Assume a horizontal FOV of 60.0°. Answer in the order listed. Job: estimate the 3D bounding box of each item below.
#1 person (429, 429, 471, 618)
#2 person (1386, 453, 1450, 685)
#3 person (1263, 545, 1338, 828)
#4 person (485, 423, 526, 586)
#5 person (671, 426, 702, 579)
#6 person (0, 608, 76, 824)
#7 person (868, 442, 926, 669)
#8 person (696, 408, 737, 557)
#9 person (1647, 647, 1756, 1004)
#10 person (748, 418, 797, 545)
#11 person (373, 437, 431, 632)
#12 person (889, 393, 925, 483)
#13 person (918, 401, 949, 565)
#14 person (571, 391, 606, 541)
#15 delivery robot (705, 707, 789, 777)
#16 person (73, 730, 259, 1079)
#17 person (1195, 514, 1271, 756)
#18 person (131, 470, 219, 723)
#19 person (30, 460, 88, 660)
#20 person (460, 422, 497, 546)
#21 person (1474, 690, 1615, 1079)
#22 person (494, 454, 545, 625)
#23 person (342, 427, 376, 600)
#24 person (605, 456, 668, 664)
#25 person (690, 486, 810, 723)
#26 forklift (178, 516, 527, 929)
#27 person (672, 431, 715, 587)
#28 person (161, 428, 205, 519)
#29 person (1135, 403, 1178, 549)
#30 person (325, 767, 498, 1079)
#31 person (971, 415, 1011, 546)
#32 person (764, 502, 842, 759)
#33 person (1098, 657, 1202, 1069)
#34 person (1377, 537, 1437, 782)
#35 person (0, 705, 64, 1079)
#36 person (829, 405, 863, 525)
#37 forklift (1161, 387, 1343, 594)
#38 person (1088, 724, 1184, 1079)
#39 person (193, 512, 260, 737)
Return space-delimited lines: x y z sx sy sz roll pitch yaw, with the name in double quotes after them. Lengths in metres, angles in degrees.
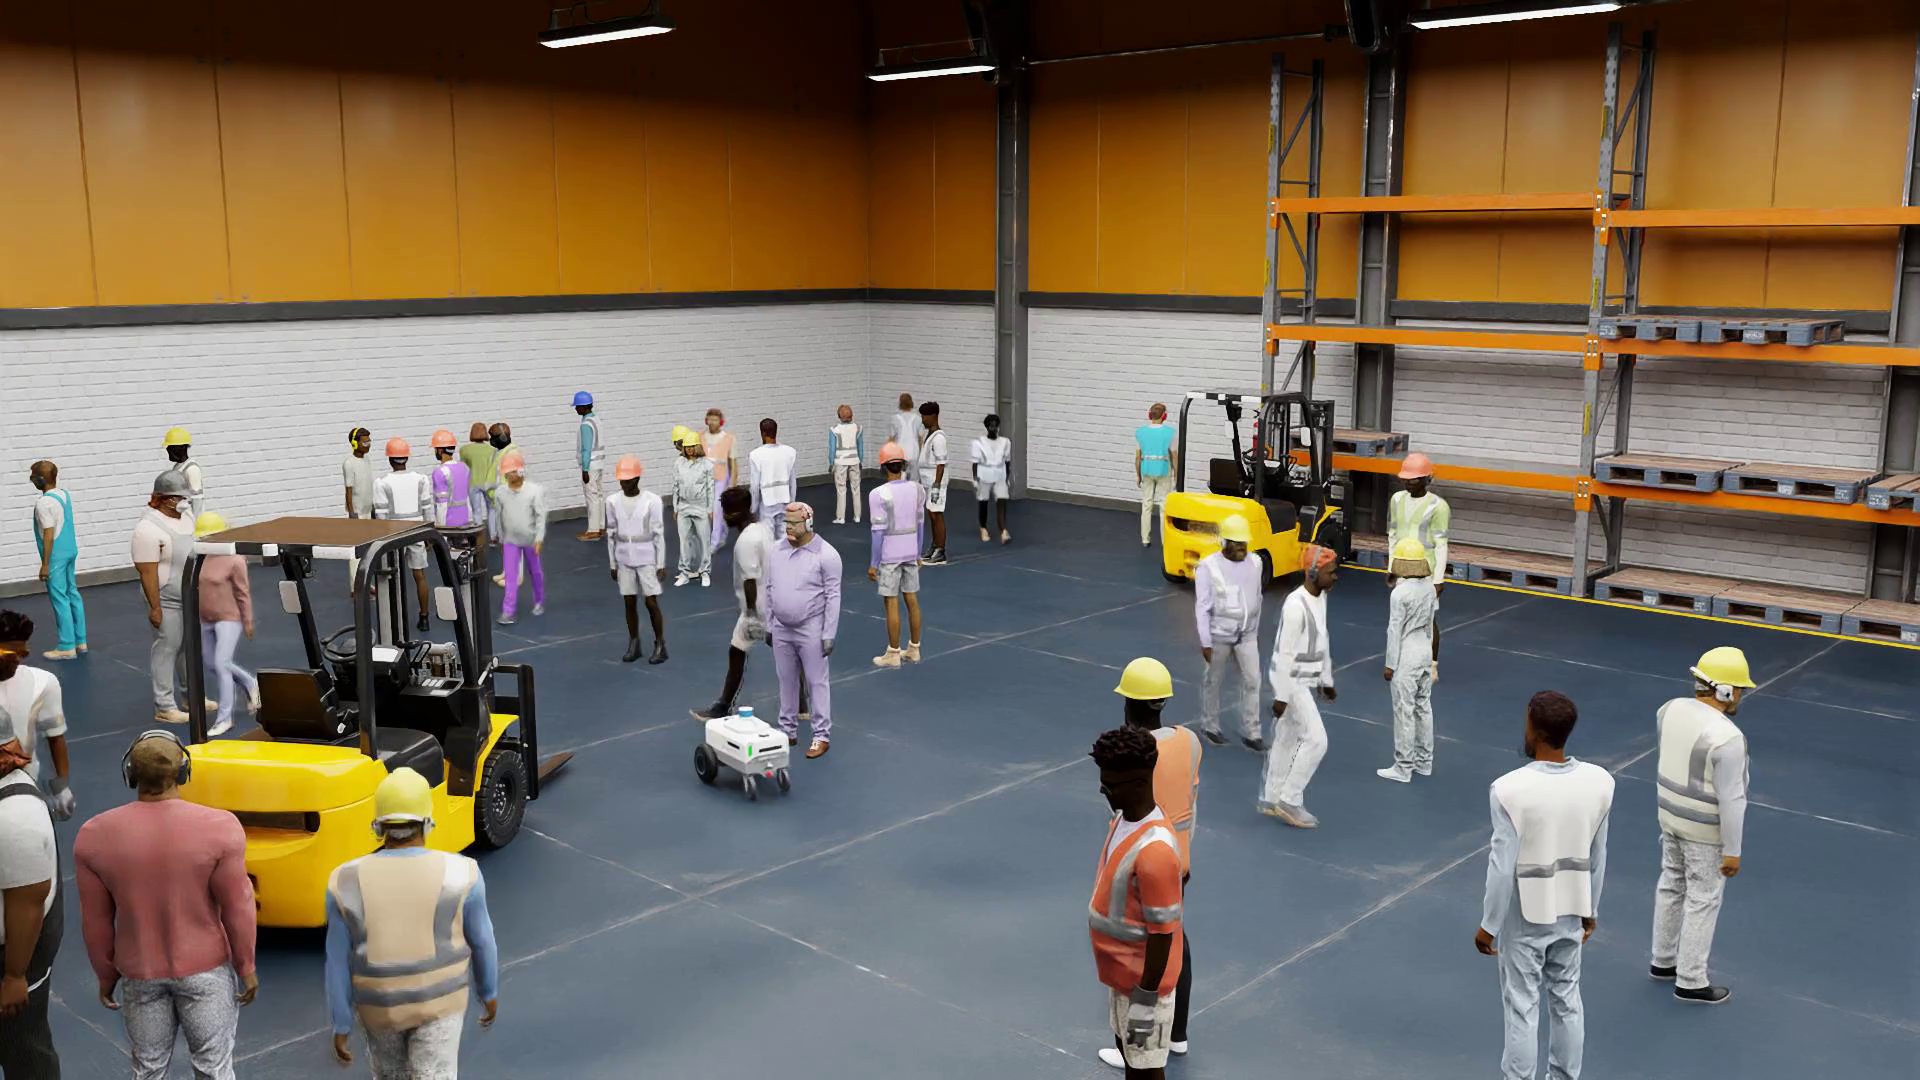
-5.208 -0.161 16.955 0.375 1.935 0.551 3 10 16 "person"
3.928 0.254 14.364 0.452 2.030 0.621 -6 11 -30 "person"
2.239 0.951 10.859 0.562 1.858 0.585 4 11 22 "person"
-5.097 -0.406 18.669 0.429 1.832 0.631 -6 12 -32 "person"
-3.125 -0.428 18.990 0.337 1.759 0.525 2 10 9 "person"
-5.045 1.292 8.766 0.629 1.901 0.819 -10 14 -43 "person"
-0.588 0.141 14.949 0.608 2.040 0.394 -9 13 -41 "person"
-3.022 -0.749 20.654 0.566 1.817 0.881 3 10 18 "person"
3.704 1.417 8.312 0.403 1.818 0.606 -2 10 -10 "person"
-2.057 -0.384 18.292 0.589 1.914 0.392 -8 13 -38 "person"
-5.441 -0.040 16.257 0.545 1.942 0.351 -7 12 -36 "person"
-0.719 -1.116 22.809 0.524 1.799 0.929 0 10 1 "person"
-0.320 -0.682 19.860 0.368 1.959 0.602 -2 10 -11 "person"
-4.789 -0.958 21.494 0.418 1.939 0.606 0 10 1 "person"
-1.492 1.412 11.642 0.477 0.478 0.707 -7 11 -34 "delivery robot"
-3.061 1.675 6.497 0.634 1.940 0.367 -2 10 -9 "person"
2.052 0.712 12.354 0.621 1.802 0.771 -4 11 -22 "person"
-6.233 0.431 13.290 0.538 2.000 0.683 1 10 8 "person"
-8.302 0.179 15.288 0.325 1.842 0.517 0 10 -2 "person"
-5.991 -0.678 20.836 0.505 1.609 0.658 -2 10 -13 "person"
2.484 1.581 7.089 0.594 1.919 0.387 -4 11 -20 "person"
-4.452 -0.018 16.814 0.562 1.700 0.886 1 10 4 "person"
-6.426 -0.286 17.891 0.331 1.864 0.505 1 10 5 "person"
-2.937 0.192 15.051 0.557 1.915 0.457 2 10 9 "person"
-1.662 0.520 13.158 0.985 1.895 0.725 1 10 8 "person"
-3.583 0.976 9.748 1.214 2.155 2.313 2 10 11 "forklift"
-2.973 -0.344 18.547 0.483 1.745 0.299 1 10 7 "person"
-8.022 -0.206 17.238 0.363 1.928 0.587 -9 14 -42 "person"
2.462 -0.795 20.841 0.565 1.840 0.390 4 11 22 "person"
-2.116 1.747 6.502 0.613 1.786 0.908 -2 10 -10 "person"
0.418 -0.753 21.106 0.552 1.650 0.842 -2 10 -13 "person"
-1.194 0.661 12.361 0.642 1.909 0.410 5 11 28 "person"
0.853 1.484 7.615 0.589 1.928 0.386 -9 14 -43 "person"
3.185 0.842 11.830 0.480 1.733 0.344 -9 14 -42 "person"
-3.841 1.609 6.580 0.539 2.000 0.689 -7 12 -35 "person"
-1.554 -1.026 22.727 0.511 1.641 0.309 -5 11 -27 "person"
3.298 -0.608 18.767 1.214 2.155 2.313 9 13 42 "forklift"
0.675 1.667 6.483 0.374 1.959 0.603 -1 10 -5 "person"
-5.775 0.615 13.082 0.517 1.736 0.718 3 11 18 "person"
